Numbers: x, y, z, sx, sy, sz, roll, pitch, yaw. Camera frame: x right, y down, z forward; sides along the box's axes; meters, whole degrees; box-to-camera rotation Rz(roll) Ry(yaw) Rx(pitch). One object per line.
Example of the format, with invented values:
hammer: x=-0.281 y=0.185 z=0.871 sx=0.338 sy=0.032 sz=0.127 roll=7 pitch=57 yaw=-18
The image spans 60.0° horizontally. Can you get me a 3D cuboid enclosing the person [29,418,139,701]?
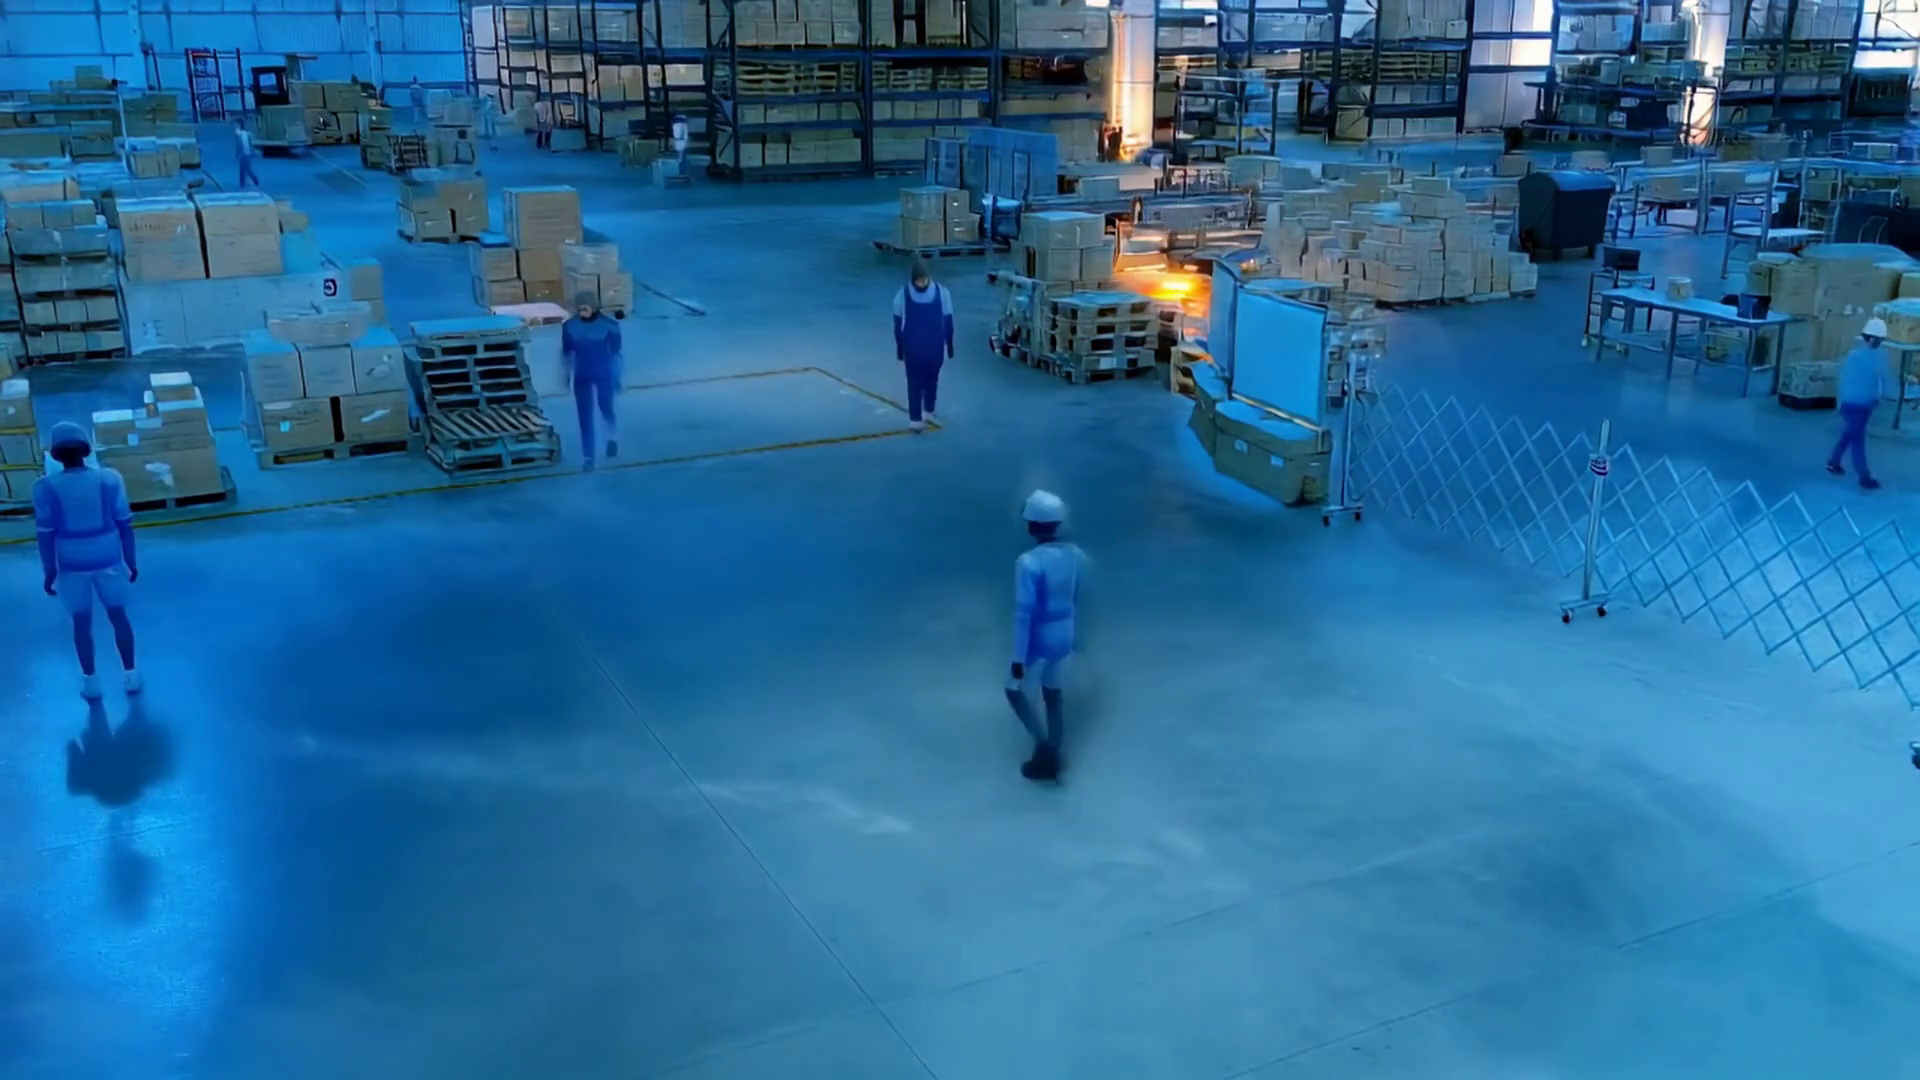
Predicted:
person: x=-6.168 y=0.141 z=11.774 sx=0.632 sy=2.036 sz=0.453 roll=-11 pitch=21 yaw=-32

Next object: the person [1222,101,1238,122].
person: x=10.546 y=-16.841 z=64.962 sx=0.653 sy=1.881 sz=0.853 roll=10 pitch=21 yaw=30

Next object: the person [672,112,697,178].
person: x=-7.969 y=-11.300 z=47.685 sx=0.563 sy=1.891 sz=1.018 roll=13 pitch=22 yaw=35

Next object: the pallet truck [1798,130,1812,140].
pallet truck: x=25.526 y=-11.556 z=49.408 sx=1.630 sy=1.274 sz=0.653 roll=-9 pitch=20 yaw=-26

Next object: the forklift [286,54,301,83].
forklift: x=-28.179 y=-19.172 z=70.605 sx=1.873 sy=2.768 sz=1.129 roll=-9 pitch=20 yaw=-26

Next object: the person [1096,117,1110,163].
person: x=4.131 y=-11.558 z=48.773 sx=0.568 sy=1.682 sz=0.554 roll=-9 pitch=20 yaw=-25

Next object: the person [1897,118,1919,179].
person: x=25.561 y=-10.370 z=44.713 sx=0.640 sy=1.914 sz=0.617 roll=-7 pitch=19 yaw=-20

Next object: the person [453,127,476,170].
person: x=-13.283 y=-10.211 z=44.607 sx=0.541 sy=1.684 sz=0.391 roll=-1 pitch=18 yaw=-2

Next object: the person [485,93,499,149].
person: x=-16.308 y=-14.594 z=57.906 sx=0.402 sy=1.904 sz=0.652 roll=-4 pitch=18 yaw=-13

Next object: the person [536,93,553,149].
person: x=-14.393 y=-14.582 z=57.862 sx=0.677 sy=1.902 sz=0.984 roll=7 pitch=19 yaw=20

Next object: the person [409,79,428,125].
person: x=-22.700 y=-18.297 z=69.463 sx=0.871 sy=1.897 sz=0.633 roll=12 pitch=22 yaw=34

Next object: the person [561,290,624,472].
person: x=-3.927 y=-1.746 z=17.868 sx=0.654 sy=1.909 sz=0.814 roll=0 pitch=18 yaw=-1

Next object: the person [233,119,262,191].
person: x=-19.232 y=-10.334 z=44.663 sx=0.552 sy=1.897 sz=0.723 roll=-13 pitch=22 yaw=-34

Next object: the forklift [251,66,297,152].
forklift: x=-23.496 y=-14.721 z=56.728 sx=1.129 sy=2.768 sz=1.873 roll=-9 pitch=20 yaw=-26

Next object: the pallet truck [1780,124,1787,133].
pallet truck: x=25.206 y=-12.542 z=52.601 sx=1.601 sy=1.201 sz=0.680 roll=0 pitch=18 yaw=-2

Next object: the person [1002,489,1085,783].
person: x=0.512 y=0.622 z=10.434 sx=0.577 sy=1.923 sz=0.400 roll=-15 pitch=23 yaw=-39

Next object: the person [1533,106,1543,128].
person: x=19.068 y=-13.420 z=54.669 sx=0.886 sy=1.634 sz=0.565 roll=-8 pitch=19 yaw=-23

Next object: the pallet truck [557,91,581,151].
pallet truck: x=-13.495 y=-14.412 z=57.188 sx=0.823 sy=1.965 sz=1.885 roll=-3 pitch=18 yaw=-9

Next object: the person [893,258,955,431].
person: x=-0.415 y=-2.319 z=19.416 sx=0.695 sy=2.000 sz=1.009 roll=-2 pitch=18 yaw=-6

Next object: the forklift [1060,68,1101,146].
forklift: x=3.646 y=-14.029 z=54.571 sx=1.873 sy=2.768 sz=1.129 roll=-9 pitch=20 yaw=-26

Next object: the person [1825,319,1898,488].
person: x=9.332 y=-1.424 z=17.142 sx=0.535 sy=1.717 sz=0.903 roll=-4 pitch=18 yaw=-12

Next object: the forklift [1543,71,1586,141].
forklift: x=18.685 y=-13.231 z=52.085 sx=1.873 sy=2.768 sz=1.129 roll=-9 pitch=20 yaw=-26

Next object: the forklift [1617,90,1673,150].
forklift: x=23.438 y=-14.723 z=56.735 sx=1.873 sy=2.768 sz=1.129 roll=-9 pitch=20 yaw=-26
